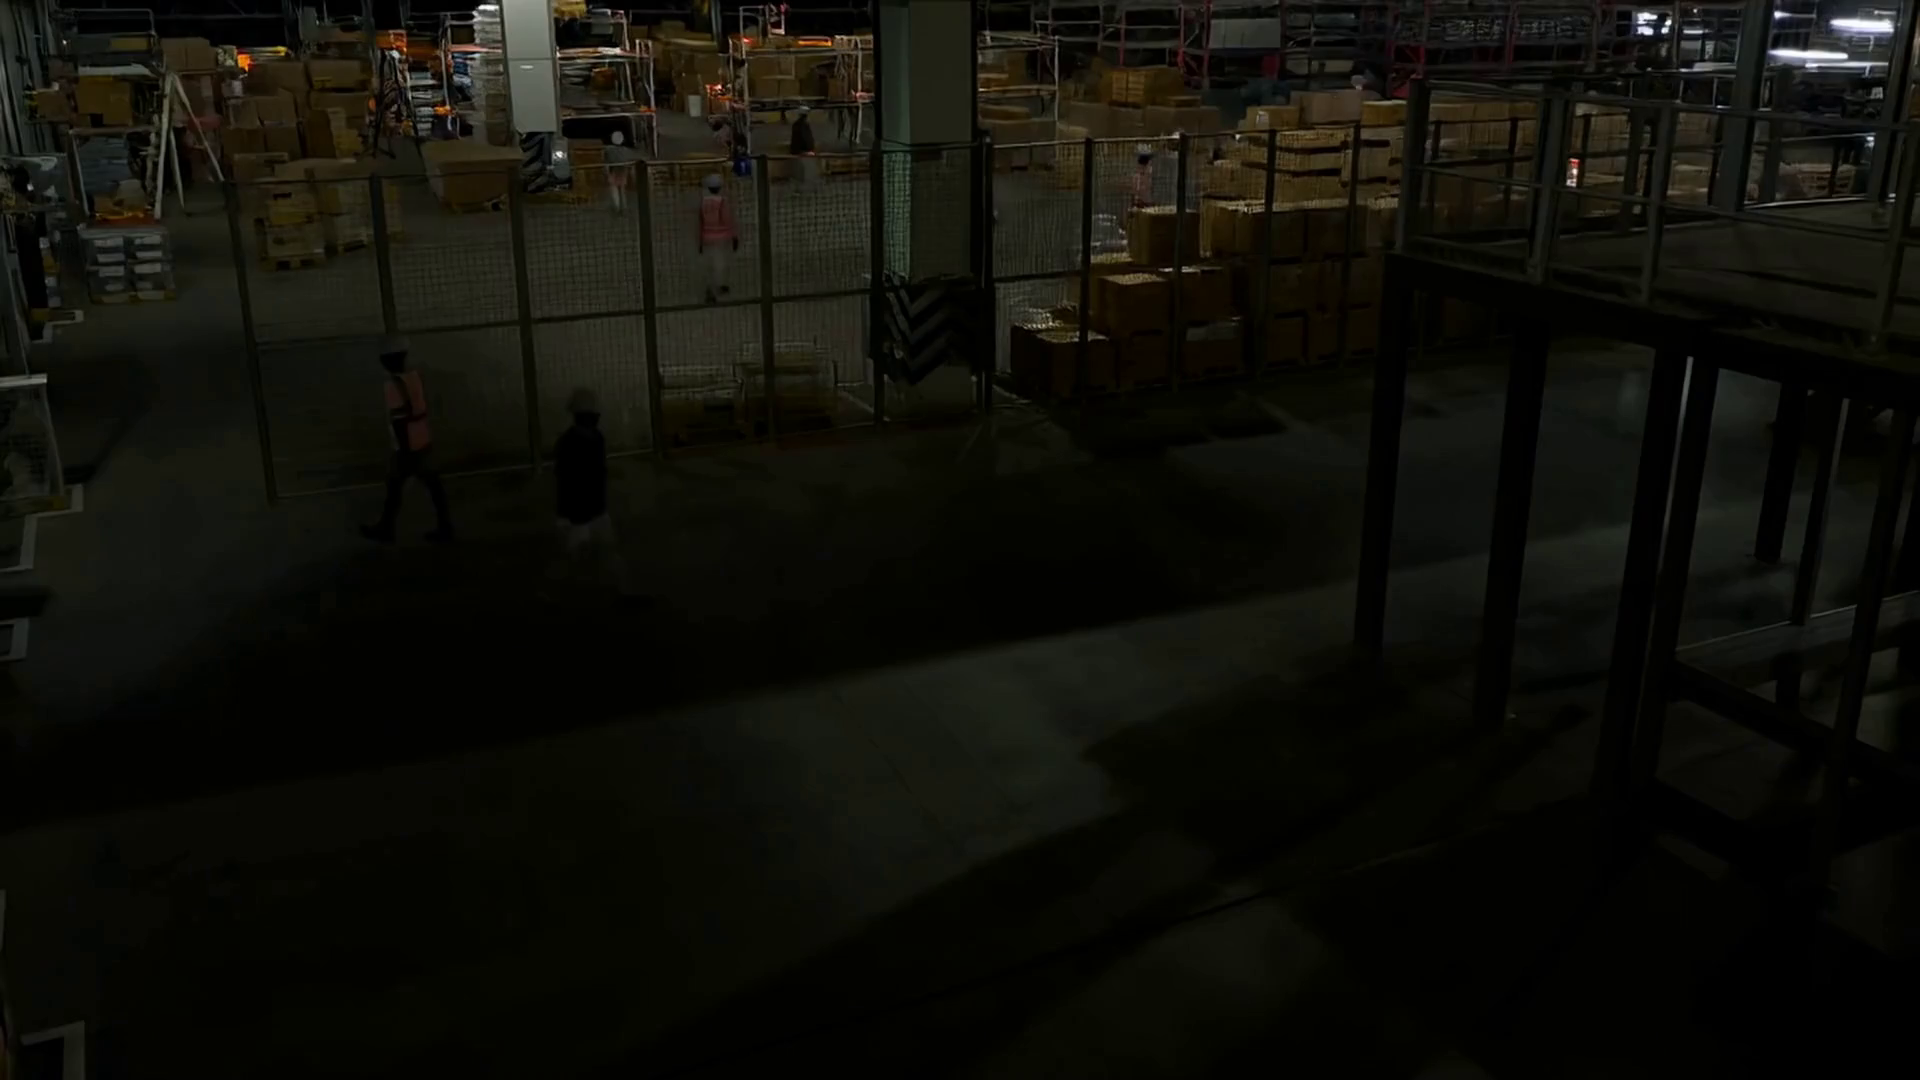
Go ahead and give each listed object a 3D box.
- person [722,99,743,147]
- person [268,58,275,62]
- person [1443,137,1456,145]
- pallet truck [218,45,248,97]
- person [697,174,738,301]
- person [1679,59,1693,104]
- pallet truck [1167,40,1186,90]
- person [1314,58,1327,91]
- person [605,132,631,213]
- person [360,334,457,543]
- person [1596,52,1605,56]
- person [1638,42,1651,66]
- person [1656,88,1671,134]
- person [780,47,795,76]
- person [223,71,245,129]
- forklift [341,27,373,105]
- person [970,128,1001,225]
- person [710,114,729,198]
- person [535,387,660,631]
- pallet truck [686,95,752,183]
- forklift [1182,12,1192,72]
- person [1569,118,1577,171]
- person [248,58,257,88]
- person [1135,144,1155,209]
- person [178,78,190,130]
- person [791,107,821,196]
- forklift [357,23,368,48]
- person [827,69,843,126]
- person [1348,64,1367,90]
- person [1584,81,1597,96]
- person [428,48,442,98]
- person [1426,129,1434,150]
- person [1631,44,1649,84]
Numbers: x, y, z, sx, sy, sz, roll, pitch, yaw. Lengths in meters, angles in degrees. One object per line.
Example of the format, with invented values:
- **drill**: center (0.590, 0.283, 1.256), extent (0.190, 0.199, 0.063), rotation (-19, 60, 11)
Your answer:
- **person**: center (-5.968, -10.646, 43.318), extent (0.497, 1.680, 0.929), rotation (6, 20, 16)
- **person**: center (-23.855, -15.830, 57.984), extent (0.373, 1.938, 0.630), rotation (1, 19, 3)
- **person**: center (9.323, -6.797, 31.942), extent (0.624, 1.845, 0.430), rotation (-10, 21, -26)
- **pallet truck**: center (-28.879, -18.665, 66.111), extent (0.823, 1.965, 1.885), rotation (-3, 19, -9)
- **person**: center (-3.786, -4.680, 25.701), extent (0.604, 1.914, 0.907), rotation (7, 20, 20)
- **person**: center (27.036, -17.062, 61.944), extent (0.363, 1.687, 0.535), rotation (-11, 22, -29)
- **pallet truck**: center (9.045, -19.971, 69.895), extent (0.823, 1.965, 1.885), rotation (-3, 19, -8)
- **person**: center (13.597, -17.340, 62.797), extent (0.873, 1.652, 0.531), rotation (-7, 20, -21)
- **person**: center (-7.092, -7.618, 34.554), extent (0.557, 1.682, 0.459), rotation (-6, 20, -16)
- **person**: center (-4.961, -0.885, 14.733), extent (0.949, 1.885, 0.552), rotation (4, 20, 13)
- **person**: center (28.763, -21.523, 74.968), extent (0.556, 1.640, 0.307), rotation (6, 20, 17)
- **person**: center (30.940, -21.862, 75.592), extent (0.644, 1.860, 0.958), rotation (-9, 21, -25)
- **person**: center (19.805, -11.868, 46.873), extent (0.548, 1.681, 0.384), rotation (0, 19, 0)
- **person**: center (-6.989, -18.943, 67.141), extent (0.610, 1.878, 0.752), rotation (-10, 21, -26)
- **person**: center (-22.697, -13.727, 52.053), extent (0.596, 1.829, 0.974), rotation (-6, 20, -16)
- **forklift**: center (-22.275, -17.346, 60.954), extent (1.873, 2.768, 1.129), rotation (-9, 21, -25)
- **person**: center (0.478, -7.234, 33.150), extent (0.641, 1.884, 1.027), rotation (-8, 20, -21)
- **person**: center (-5.211, -8.277, 36.123), extent (0.389, 1.922, 0.589), rotation (-2, 19, -7)
- **person**: center (-2.878, -0.222, 12.748), extent (1.050, 1.946, 0.628), rotation (8, 21, 22)
- **pallet truck**: center (-5.836, -9.608, 39.856), extent (0.823, 1.965, 1.885), rotation (10, 22, 27)
- **forklift**: center (10.997, -24.072, 80.450), extent (1.873, 2.768, 1.129), rotation (-1, 19, -2)
- **person**: center (13.946, -9.110, 38.366), extent (0.417, 2.034, 0.604), rotation (-2, 19, -5)
- **person**: center (-24.418, -15.691, 57.593), extent (0.385, 1.928, 0.547), rotation (-6, 20, -17)
- **person**: center (3.302, -6.155, 29.949), extent (0.370, 1.928, 0.585), rotation (-5, 20, -13)
- **person**: center (-24.549, -13.812, 52.645), extent (0.507, 1.594, 0.876), rotation (-2, 19, -5)
- **person**: center (-3.432, -8.701, 37.283), extent (0.984, 1.945, 0.635), rotation (12, 22, 31)
- **forklift**: center (-23.036, -18.792, 65.143), extent (1.129, 2.768, 1.873), rotation (14, 23, 35)
- **person**: center (-4.050, -14.345, 53.891), extent (0.527, 1.793, 0.995), rotation (-2, 19, -5)
- **person**: center (12.949, -14.546, 54.276), extent (0.639, 1.923, 0.712), rotation (-7, 20, -19)
- **person**: center (17.734, -12.143, 47.325), extent (0.571, 1.913, 0.780), rotation (-18, 26, -41)
- **person**: center (-20.616, -18.252, 65.077), extent (0.636, 1.888, 1.001), rotation (0, 19, 0)
- **person**: center (9.495, -7.392, 33.686), extent (0.939, 1.824, 0.571), rotation (2, 19, 6)
- **person**: center (27.925, -19.424, 68.397), extent (0.629, 1.940, 0.379), rotation (5, 20, 13)
